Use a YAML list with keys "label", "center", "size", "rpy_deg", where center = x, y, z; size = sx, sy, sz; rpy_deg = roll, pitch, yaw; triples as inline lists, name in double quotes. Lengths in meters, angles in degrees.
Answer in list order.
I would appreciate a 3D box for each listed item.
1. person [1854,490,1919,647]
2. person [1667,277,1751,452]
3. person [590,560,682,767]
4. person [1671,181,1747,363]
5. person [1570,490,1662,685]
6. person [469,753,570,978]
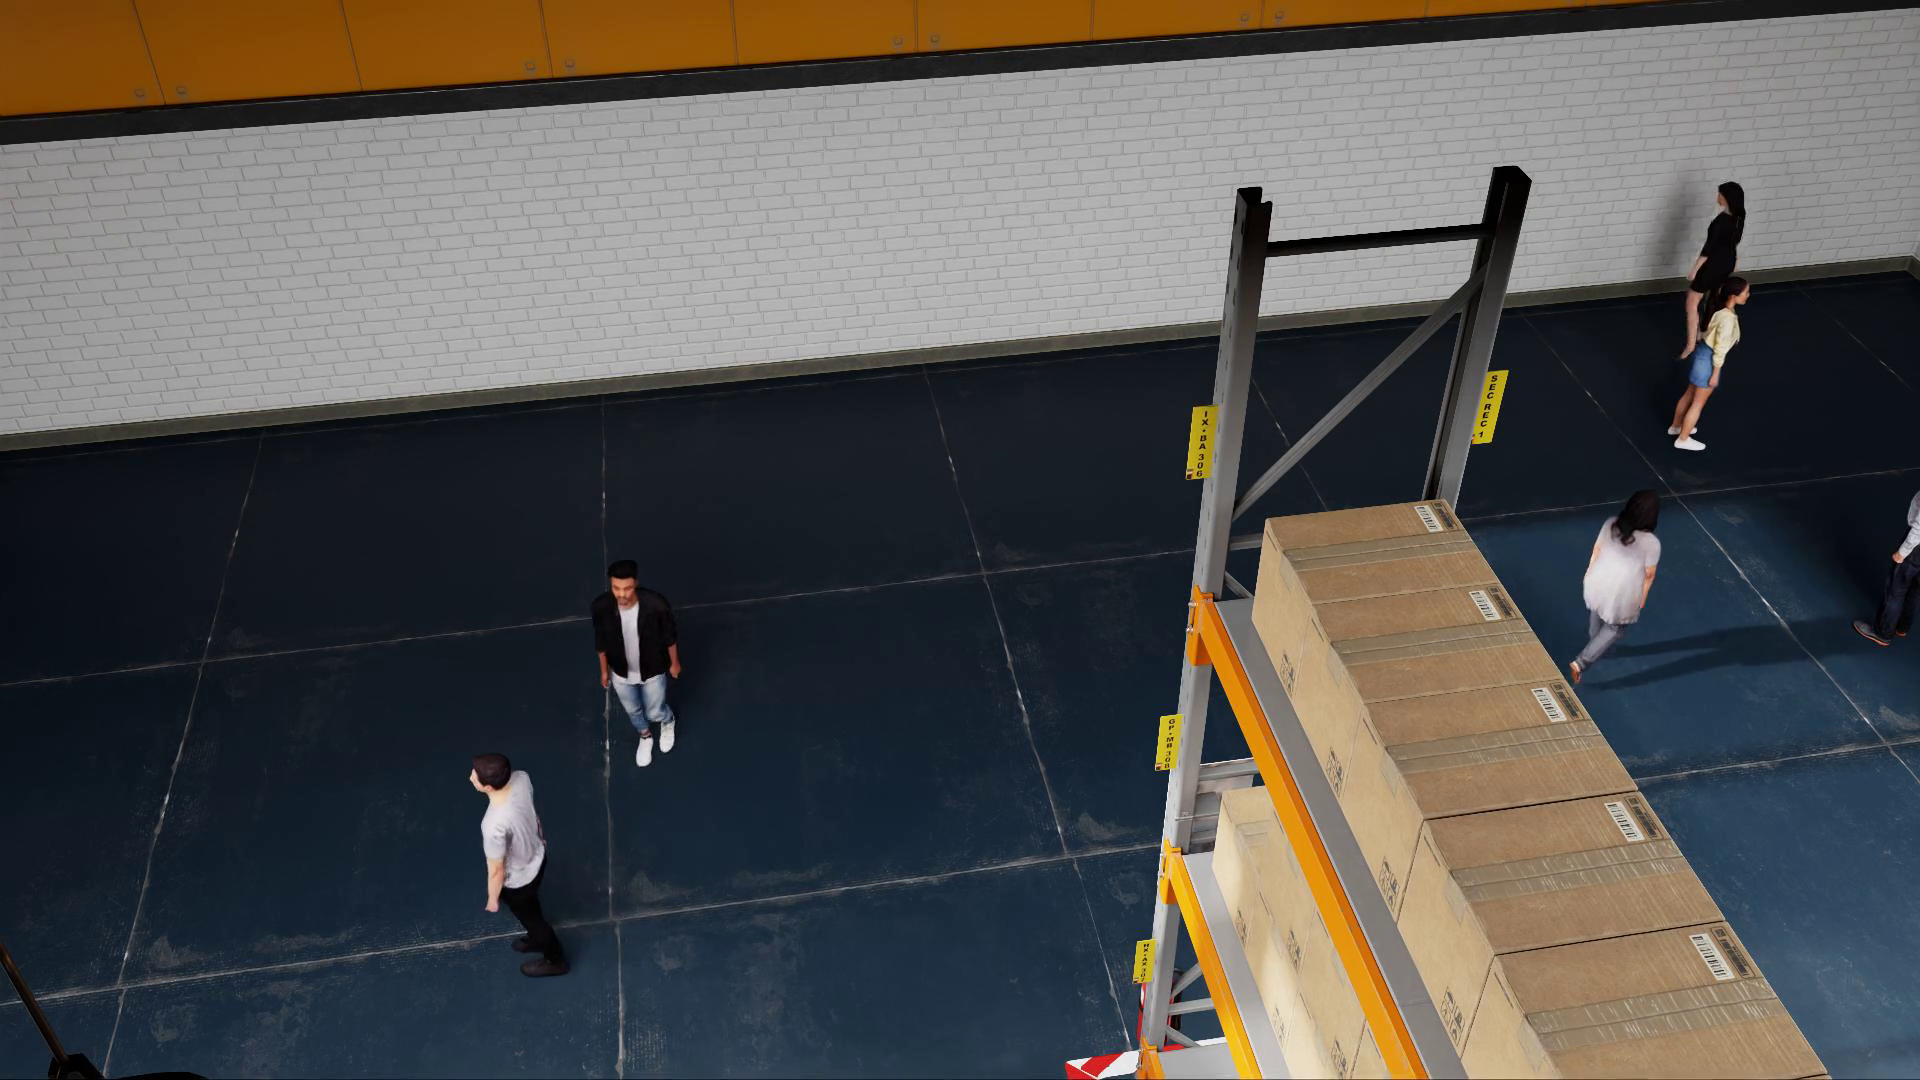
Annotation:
- label: "person"
  center: [7.105, 0.001, 12.241]
  size: [0.714, 1.819, 0.660]
  rpy_deg: [-17, 42, -20]
- label: "person"
  center: [6.444, -1.540, 14.321]
  size: [0.755, 1.631, 0.584]
  rpy_deg: [4, 39, 5]
- label: "person"
  center: [-2.166, 0.750, 11.322]
  size: [0.785, 1.796, 0.768]
  rpy_deg: [4, 39, 5]
- label: "person"
  center: [6.998, -2.504, 15.400]
  size: [0.743, 1.791, 0.691]
  rpy_deg: [-8, 39, -10]
- label: "person"
  center: [4.685, 0.348, 11.993]
  size: [0.933, 1.586, 0.977]
  rpy_deg: [-25, 45, -28]
- label: "person"
  center: [-2.507, 1.940, 9.789]
  size: [0.829, 1.850, 0.683]
  rpy_deg: [4, 39, 4]
